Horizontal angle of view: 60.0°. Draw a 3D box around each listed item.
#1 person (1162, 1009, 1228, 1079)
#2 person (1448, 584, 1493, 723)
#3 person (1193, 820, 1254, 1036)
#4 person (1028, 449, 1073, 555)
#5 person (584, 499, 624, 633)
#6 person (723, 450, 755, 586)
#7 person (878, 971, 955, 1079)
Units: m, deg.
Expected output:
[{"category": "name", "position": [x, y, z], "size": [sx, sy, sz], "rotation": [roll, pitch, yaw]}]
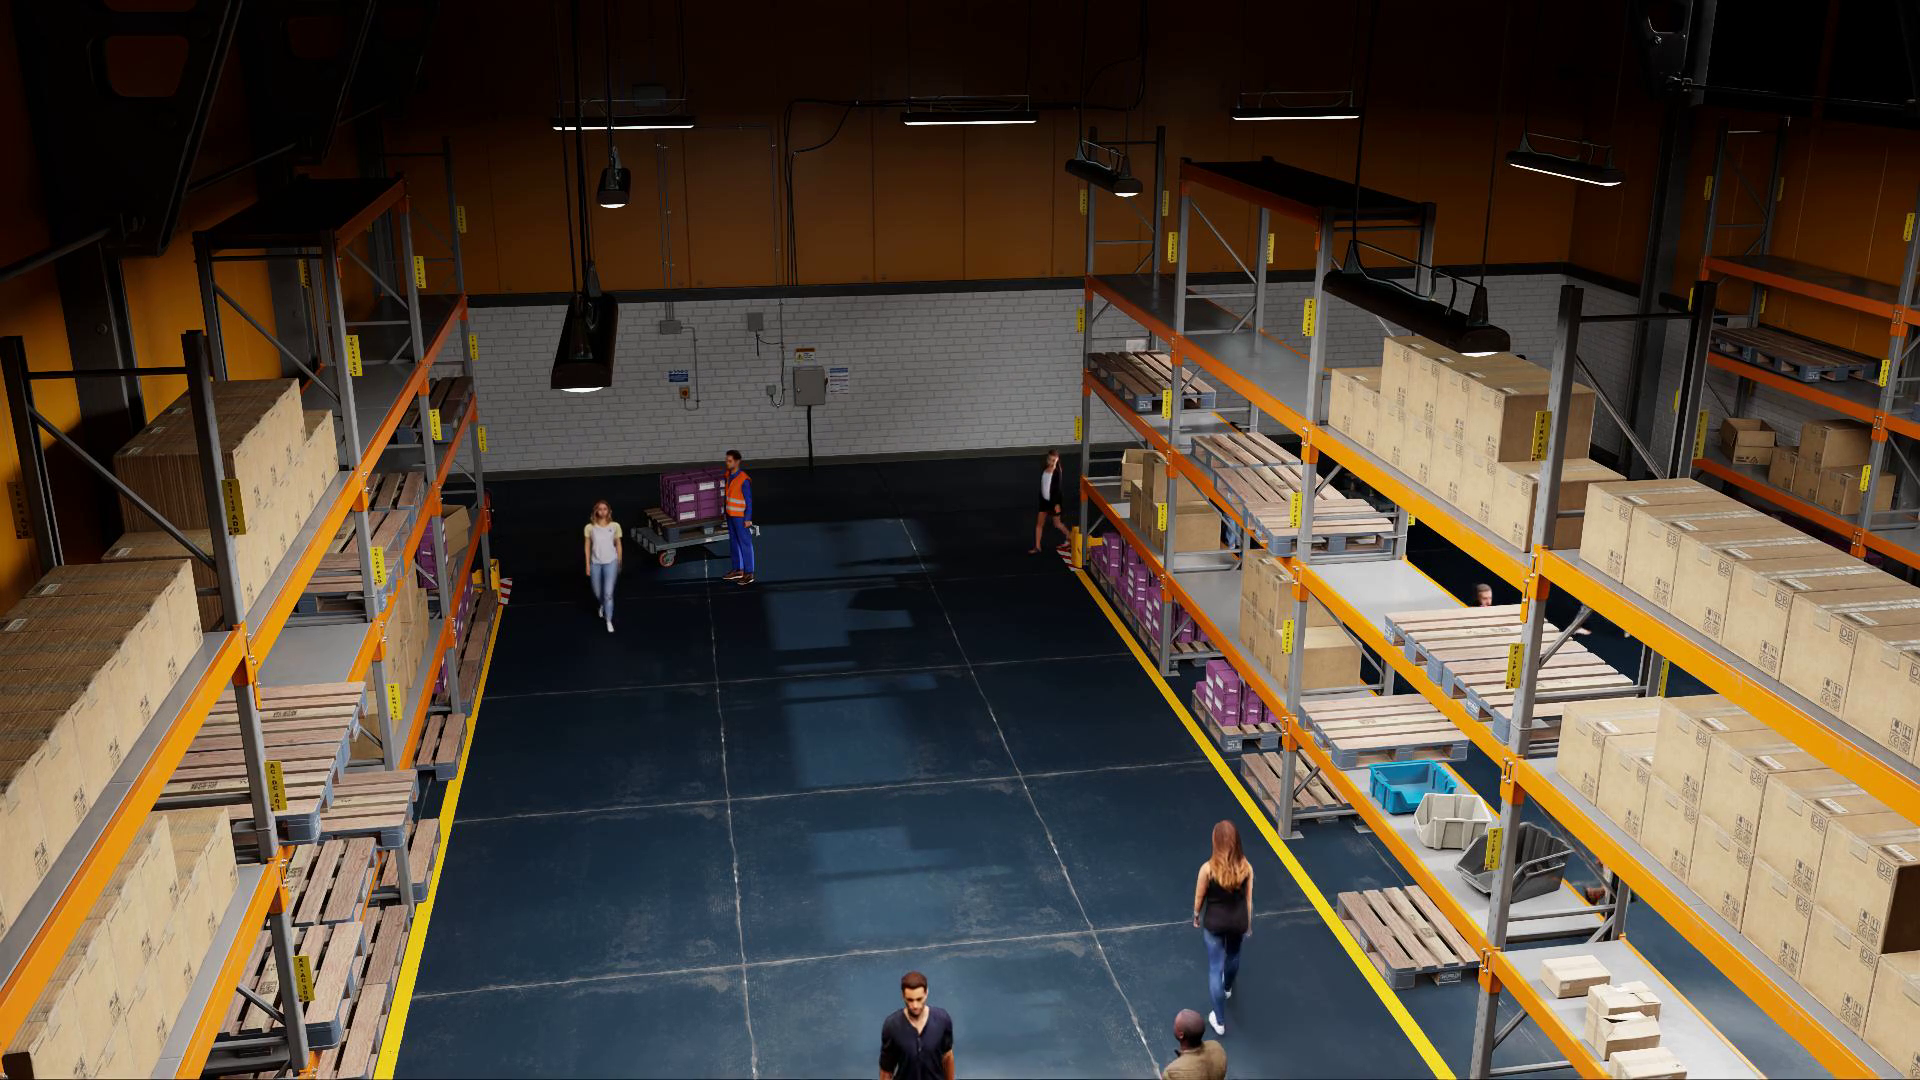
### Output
[{"category": "person", "position": [1.513, 3.790, 10.385], "size": [1.075, 1.784, 1.277], "rotation": [-14, 23, -35]}, {"category": "person", "position": [5.428, 1.312, 17.735], "size": [0.905, 1.790, 1.271], "rotation": [-7, 20, -19]}, {"category": "person", "position": [2.060, 3.020, 12.816], "size": [0.614, 1.691, 0.922], "rotation": [-2, 19, -6]}, {"category": "person", "position": [1.366, -0.557, 23.706], "size": [0.962, 1.521, 1.055], "rotation": [-14, 23, -36]}, {"category": "person", "position": [-4.481, 0.295, 20.879], "size": [0.708, 1.711, 0.853], "rotation": [-6, 20, -18]}, {"category": "person", "position": [-3.002, -0.328, 22.492], "size": [0.756, 1.863, 0.857], "rotation": [18, 25, 42]}, {"category": "person", "position": [-0.282, 3.586, 10.920], "size": [0.706, 1.830, 0.948], "rotation": [-2, 19, -5]}]
